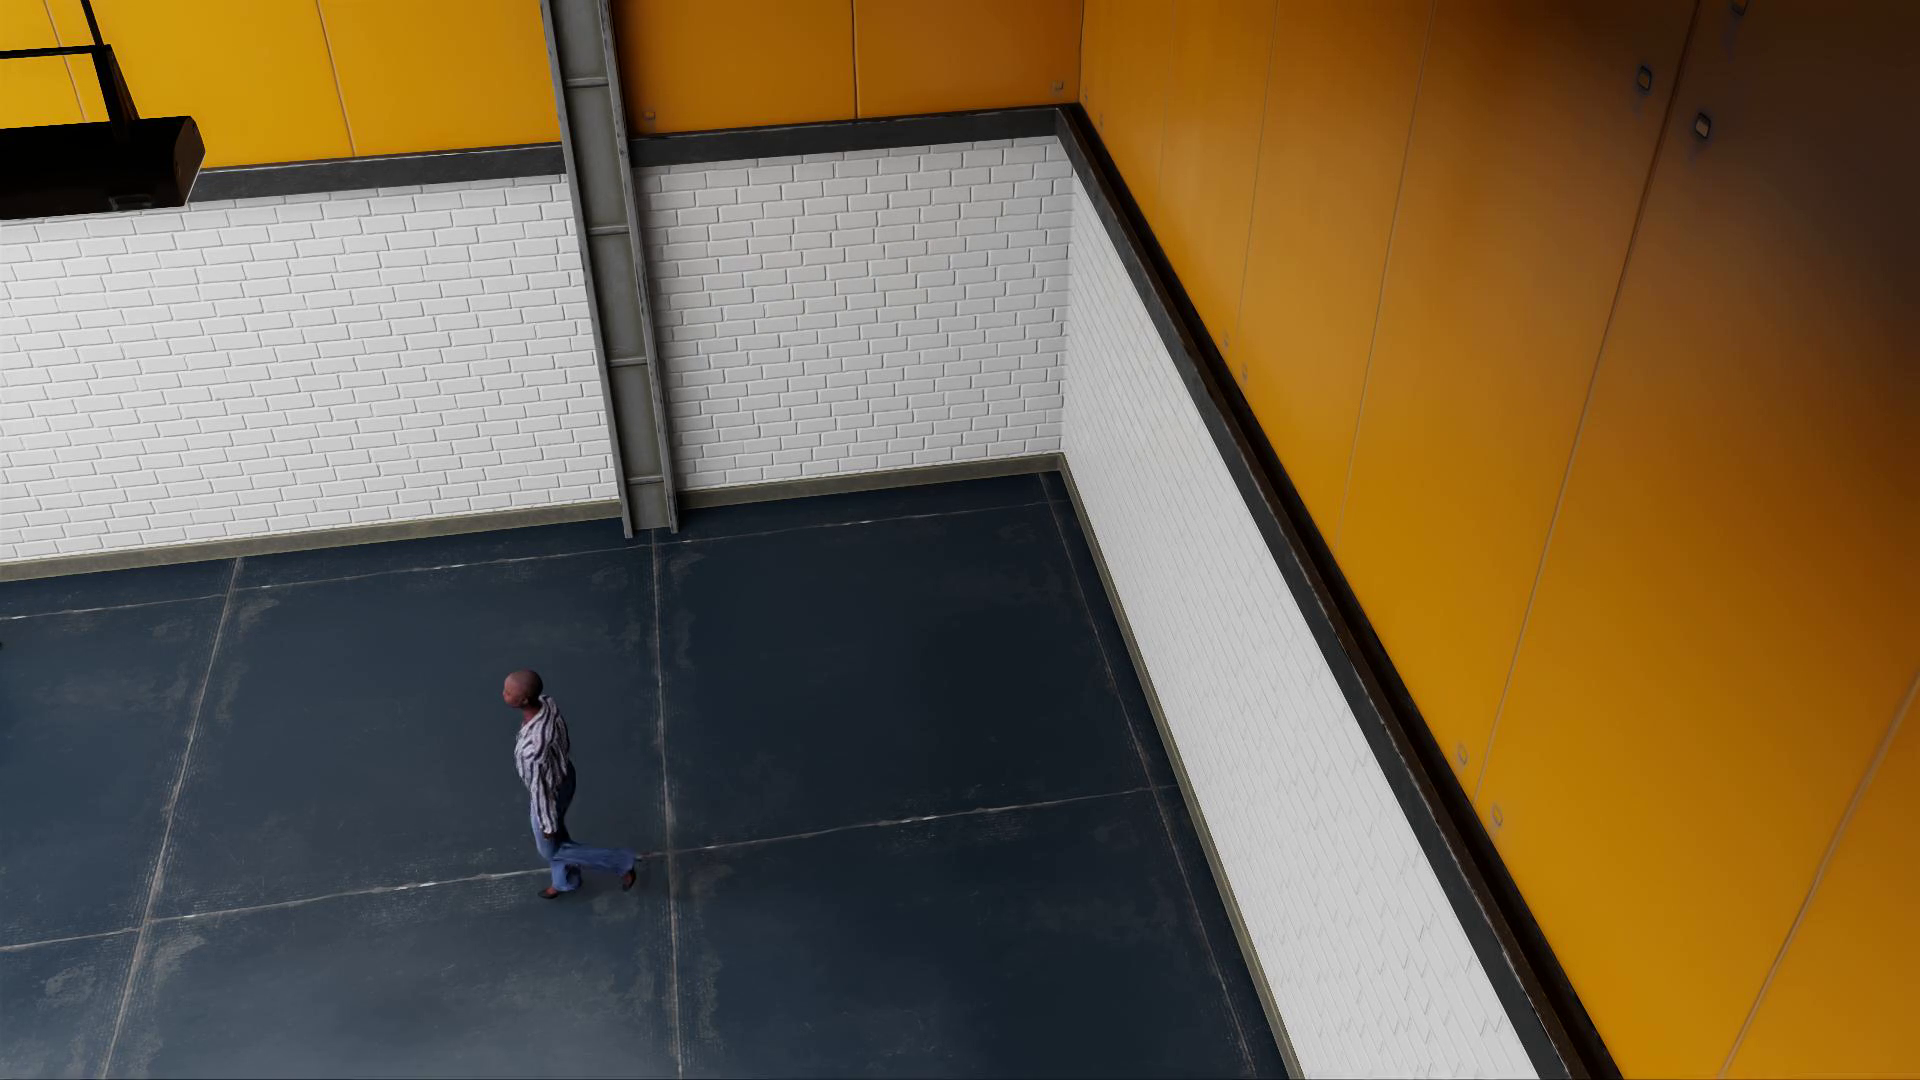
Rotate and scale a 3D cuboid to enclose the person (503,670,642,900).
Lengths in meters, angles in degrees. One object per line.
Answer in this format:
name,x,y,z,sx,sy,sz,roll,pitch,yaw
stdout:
person,-2.156,1.398,9.166,0.825,1.780,0.625,-6,39,-8
